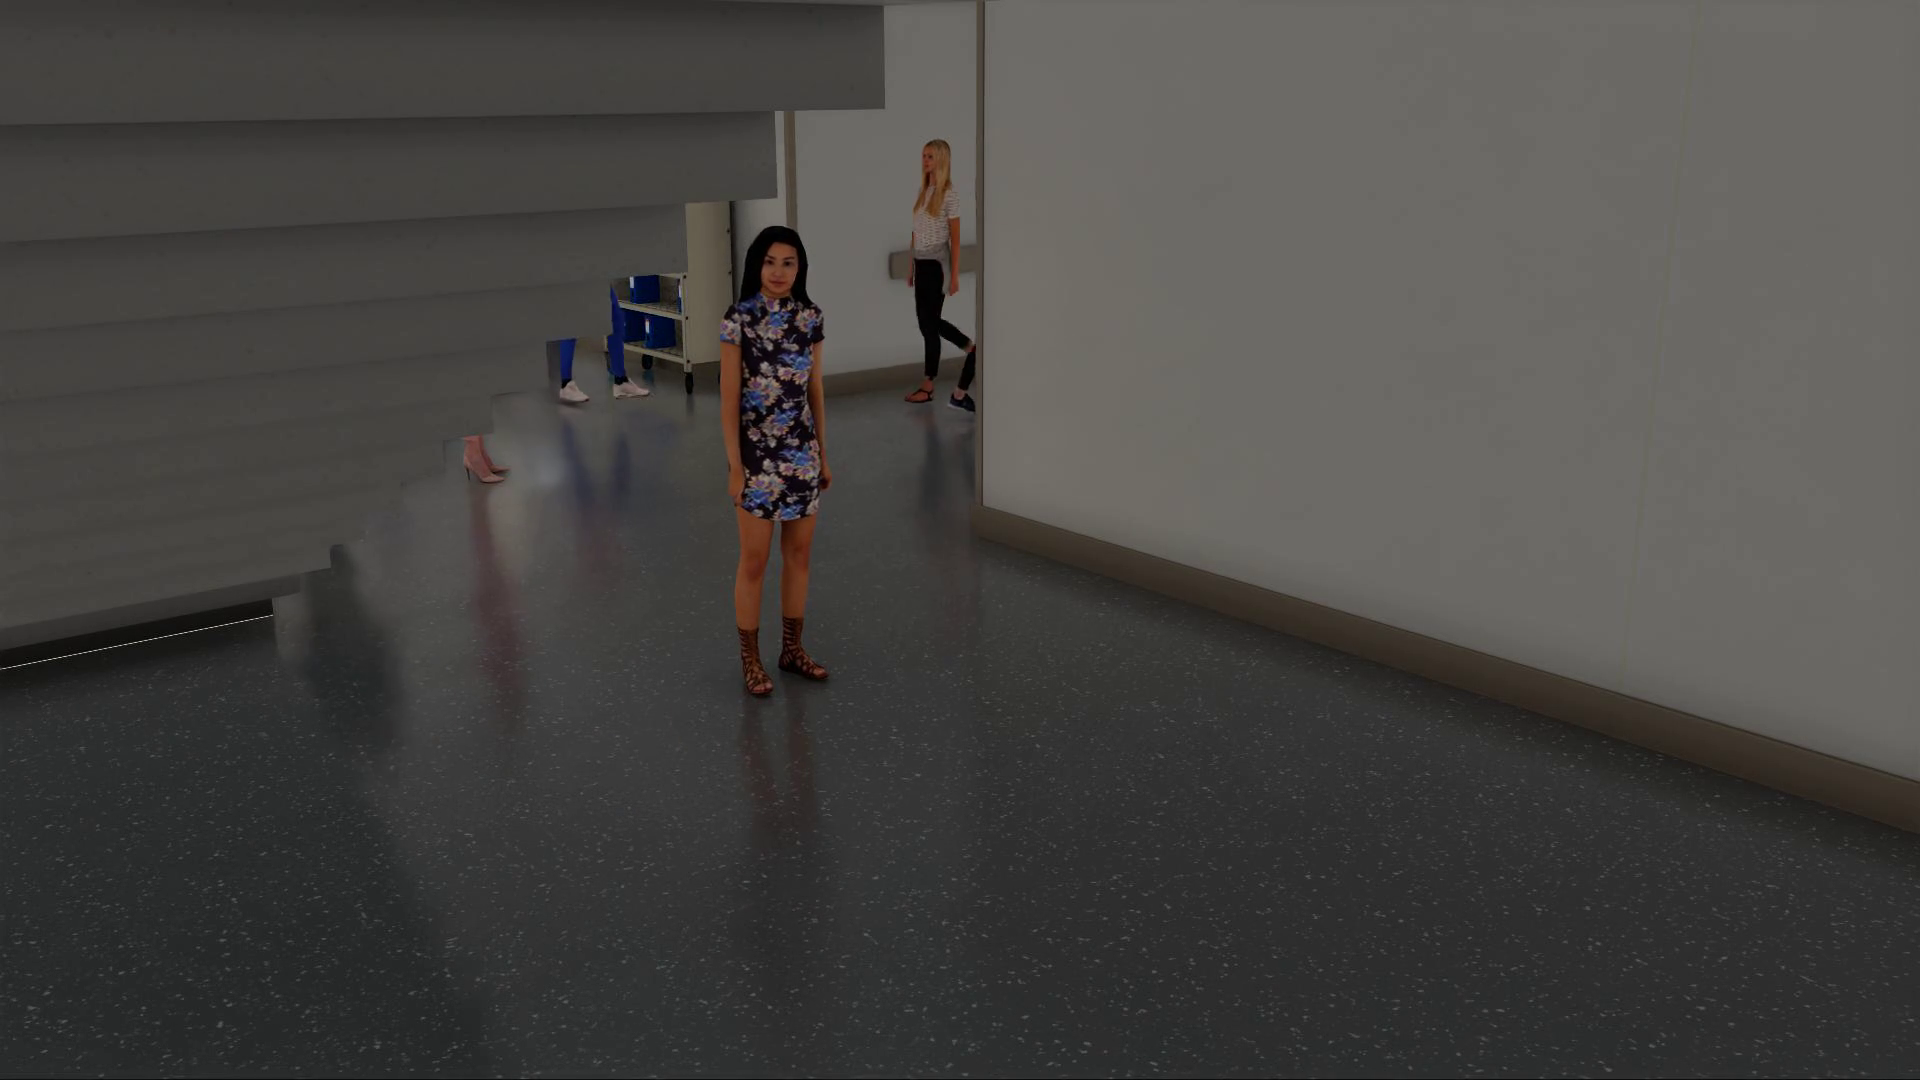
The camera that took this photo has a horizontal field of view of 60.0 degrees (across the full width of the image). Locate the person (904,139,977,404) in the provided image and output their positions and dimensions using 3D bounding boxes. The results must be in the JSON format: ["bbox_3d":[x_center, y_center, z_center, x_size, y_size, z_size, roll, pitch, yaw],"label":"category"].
[{"bbox_3d":[-0.108,-1.882,11.720,0.703,1.805,0.955,-12,19,-36],"label":"person"}]

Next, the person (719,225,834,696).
[{"bbox_3d":[-0.692,-0.302,6.247,0.610,1.734,0.541,-11,19,-33],"label":"person"}]
